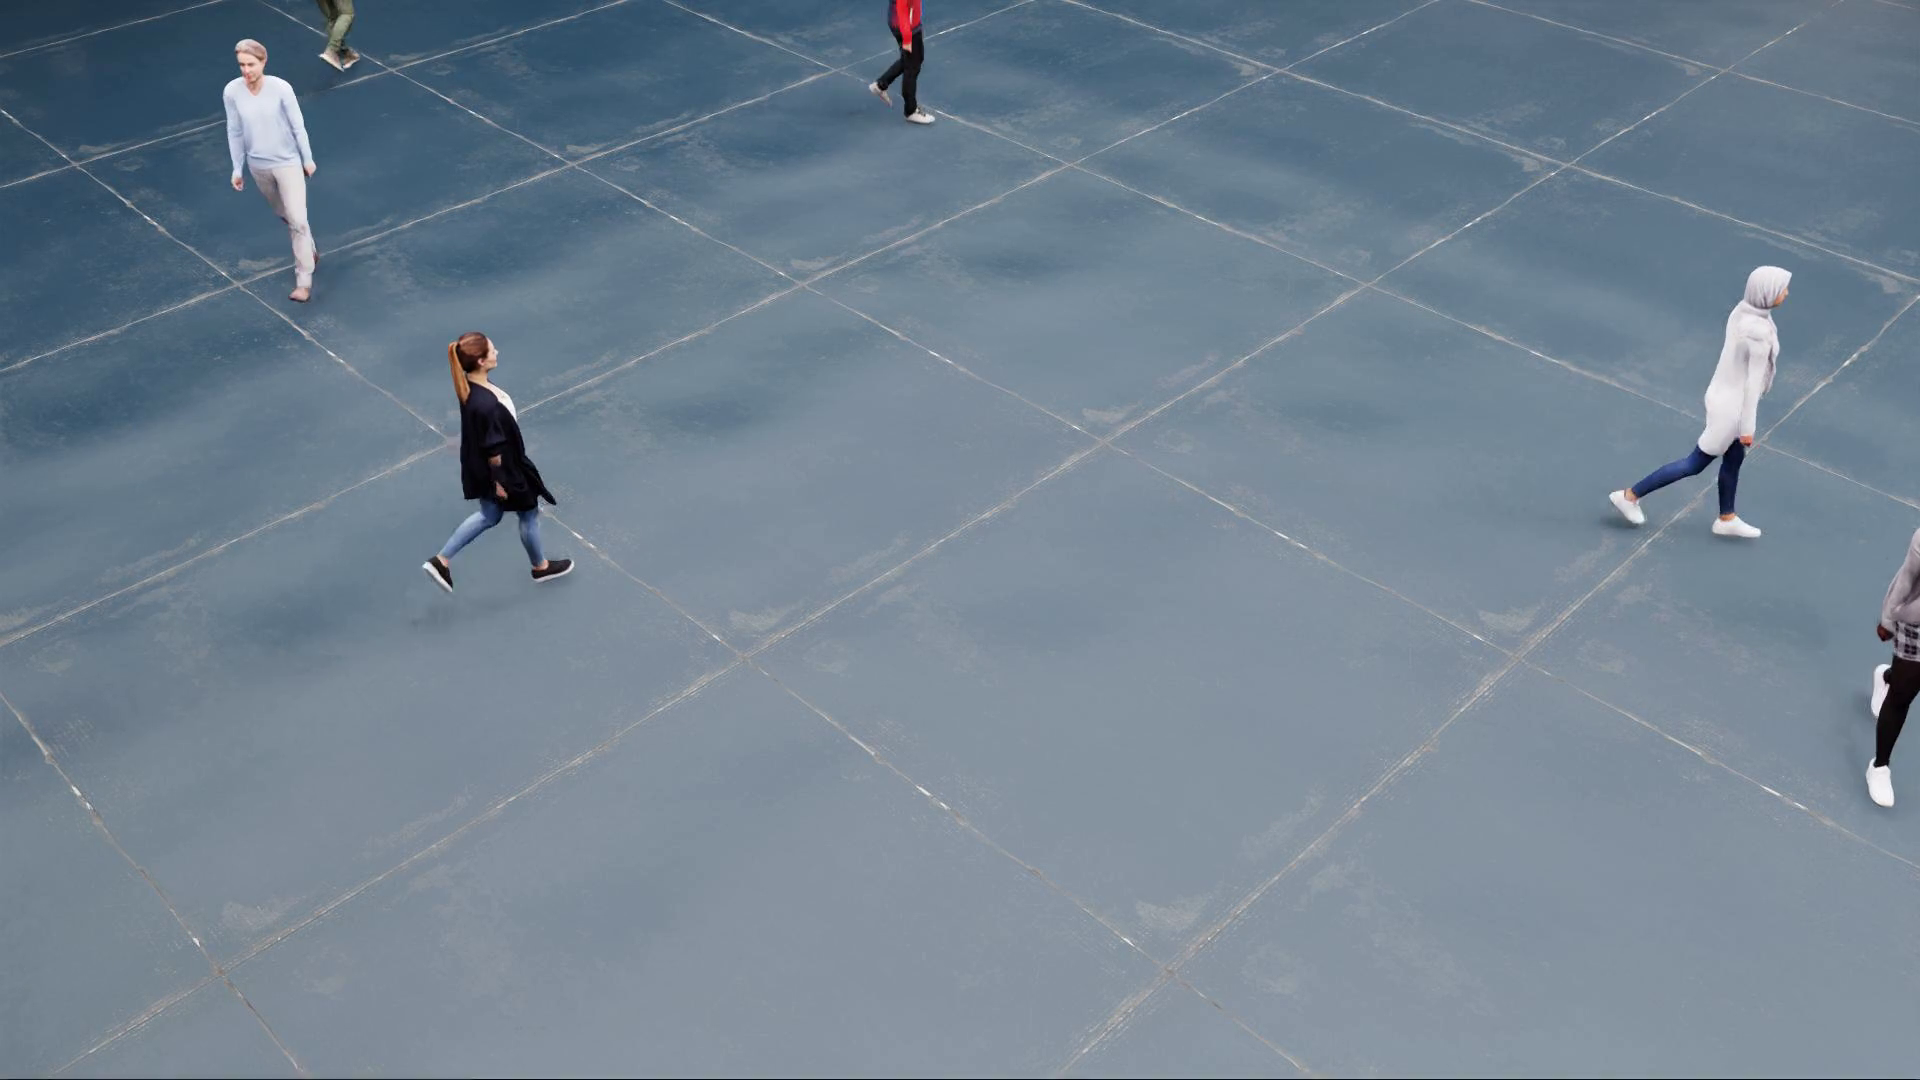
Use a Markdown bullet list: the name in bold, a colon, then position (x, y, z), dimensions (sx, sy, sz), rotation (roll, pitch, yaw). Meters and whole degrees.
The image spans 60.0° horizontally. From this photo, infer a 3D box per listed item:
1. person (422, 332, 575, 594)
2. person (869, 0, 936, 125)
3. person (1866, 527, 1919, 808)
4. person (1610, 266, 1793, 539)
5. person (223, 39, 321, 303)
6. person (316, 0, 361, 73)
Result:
- **person**: position (-2.616, -0.358, 9.065), dimensions (1.116, 1.660, 0.808), rotation (-18, 41, -22)
- **person**: position (-0.540, -4.477, 14.411), dimensions (0.958, 1.747, 0.917), rotation (4, 37, 5)
- **person**: position (4.702, 0.375, 8.035), dimensions (1.001, 1.740, 1.247), rotation (9, 38, 12)
- **person**: position (4.294, -0.743, 9.502), dimensions (1.063, 1.745, 1.150), rotation (9, 38, 11)
- **person**: position (-4.910, -2.716, 12.013), dimensions (1.138, 1.846, 1.211), rotation (1, 37, 2)
- **person**: position (-5.872, -5.099, 15.317), dimensions (0.849, 1.642, 0.985), rotation (9, 38, 11)
